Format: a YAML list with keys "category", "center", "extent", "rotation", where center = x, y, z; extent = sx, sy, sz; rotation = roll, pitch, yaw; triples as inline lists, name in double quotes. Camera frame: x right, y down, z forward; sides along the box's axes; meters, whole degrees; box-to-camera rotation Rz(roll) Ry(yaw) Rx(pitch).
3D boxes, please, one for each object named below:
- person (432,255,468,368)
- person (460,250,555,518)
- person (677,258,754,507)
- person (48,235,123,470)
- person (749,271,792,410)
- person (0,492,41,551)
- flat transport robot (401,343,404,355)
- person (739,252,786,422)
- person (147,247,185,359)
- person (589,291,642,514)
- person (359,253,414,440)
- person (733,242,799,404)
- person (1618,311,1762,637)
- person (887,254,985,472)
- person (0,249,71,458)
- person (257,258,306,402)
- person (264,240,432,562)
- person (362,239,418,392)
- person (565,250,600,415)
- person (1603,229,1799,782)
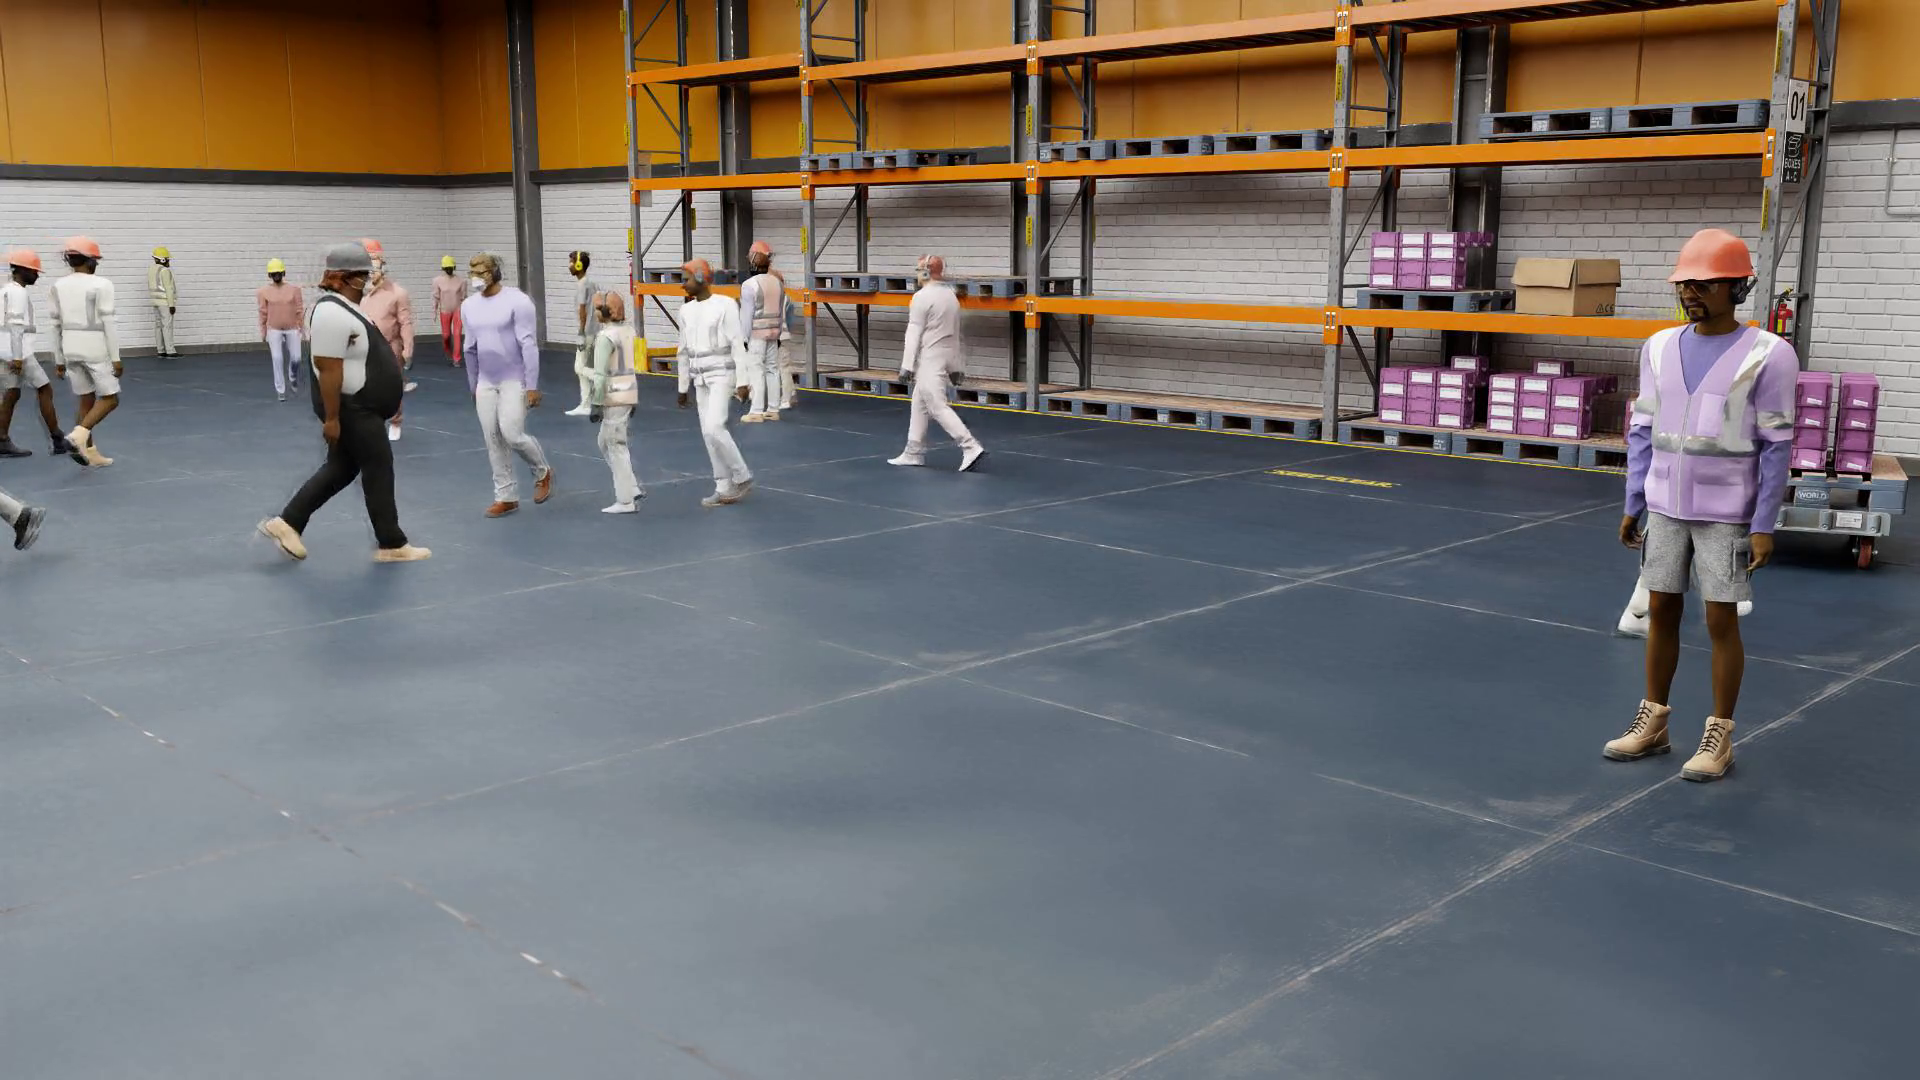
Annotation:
- category: "person"
  center: [-7.826, -3.513, 25.556]
  extent: [0.530, 1.736, 0.617]
  rotation: [-3, 11, -18]
- category: "person"
  center: [-3.270, -1.124, 12.004]
  extent: [0.652, 1.920, 0.524]
  rotation: [5, 11, 25]
- category: "person"
  center: [-1.846, -1.169, 12.450]
  extent: [0.684, 1.856, 0.387]
  rotation: [8, 13, 38]
- category: "person"
  center: [-7.496, -1.585, 14.226]
  extent: [0.652, 2.025, 0.666]
  rotation: [2, 11, 12]
- category: "person"
  center: [-2.209, -2.328, 19.439]
  extent: [0.522, 1.588, 0.881]
  rotation: [-7, 12, -32]
- category: "person"
  center: [-6.107, -0.734, 10.160]
  extent: [0.687, 1.815, 0.606]
  rotation: [-7, 13, -34]
- category: "flat transport robot"
  center: [-9.823, -3.262, 28.162]
  extent: [0.652, 0.197, 1.431]
  rotation: [-6, 12, -31]
- category: "person"
  center: [-2.177, -2.204, 18.108]
  extent: [0.429, 1.843, 0.633]
  rotation: [7, 13, 34]
- category: "person"
  center: [-13.086, -3.897, 27.357]
  extent: [0.590, 1.835, 0.404]
  rotation: [8, 13, 38]
- category: "person"
  center: [-2.519, -0.988, 12.086]
  extent: [0.372, 1.625, 0.518]
  rotation: [1, 10, 6]
- category: "person"
  center: [-5.612, -1.838, 16.100]
  extent: [0.651, 1.859, 1.035]
  rotation: [-2, 11, -11]
- category: "person"
  center: [-2.398, -2.603, 20.033]
  extent: [1.020, 1.943, 0.623]
  rotation: [3, 11, 14]
- category: "person"
  center: [3.746, -0.416, 8.438]
  extent: [0.994, 1.821, 0.518]
  rotation: [-4, 11, -20]
- category: "person"
  center: [-0.195, -1.527, 14.351]
  extent: [0.949, 1.874, 0.634]
  rotation: [4, 11, 23]
- category: "person"
  center: [-8.499, -1.702, 15.252]
  extent: [0.883, 1.881, 0.594]
  rotation: [-9, 14, -41]
- category: "person"
  center: [-8.341, -2.589, 20.449]
  extent: [0.534, 1.749, 0.540]
  rotation: [-5, 12, -26]
- category: "person"
  center: [-3.836, -0.860, 10.232]
  extent: [0.925, 2.000, 0.681]
  rotation: [-3, 11, -16]
- category: "person"
  center: [-7.325, -2.822, 21.135]
  extent: [0.905, 1.960, 0.647]
  rotation: [-1, 10, -8]
- category: "person"
  center: [-4.135, -2.311, 18.651]
  extent: [0.586, 1.853, 0.546]
  rotation: [-1, 10, -6]
- category: "person"
  center: [2.751, -0.124, 6.216]
  extent: [0.373, 2.043, 0.614]
  rotation: [-8, 13, -36]
